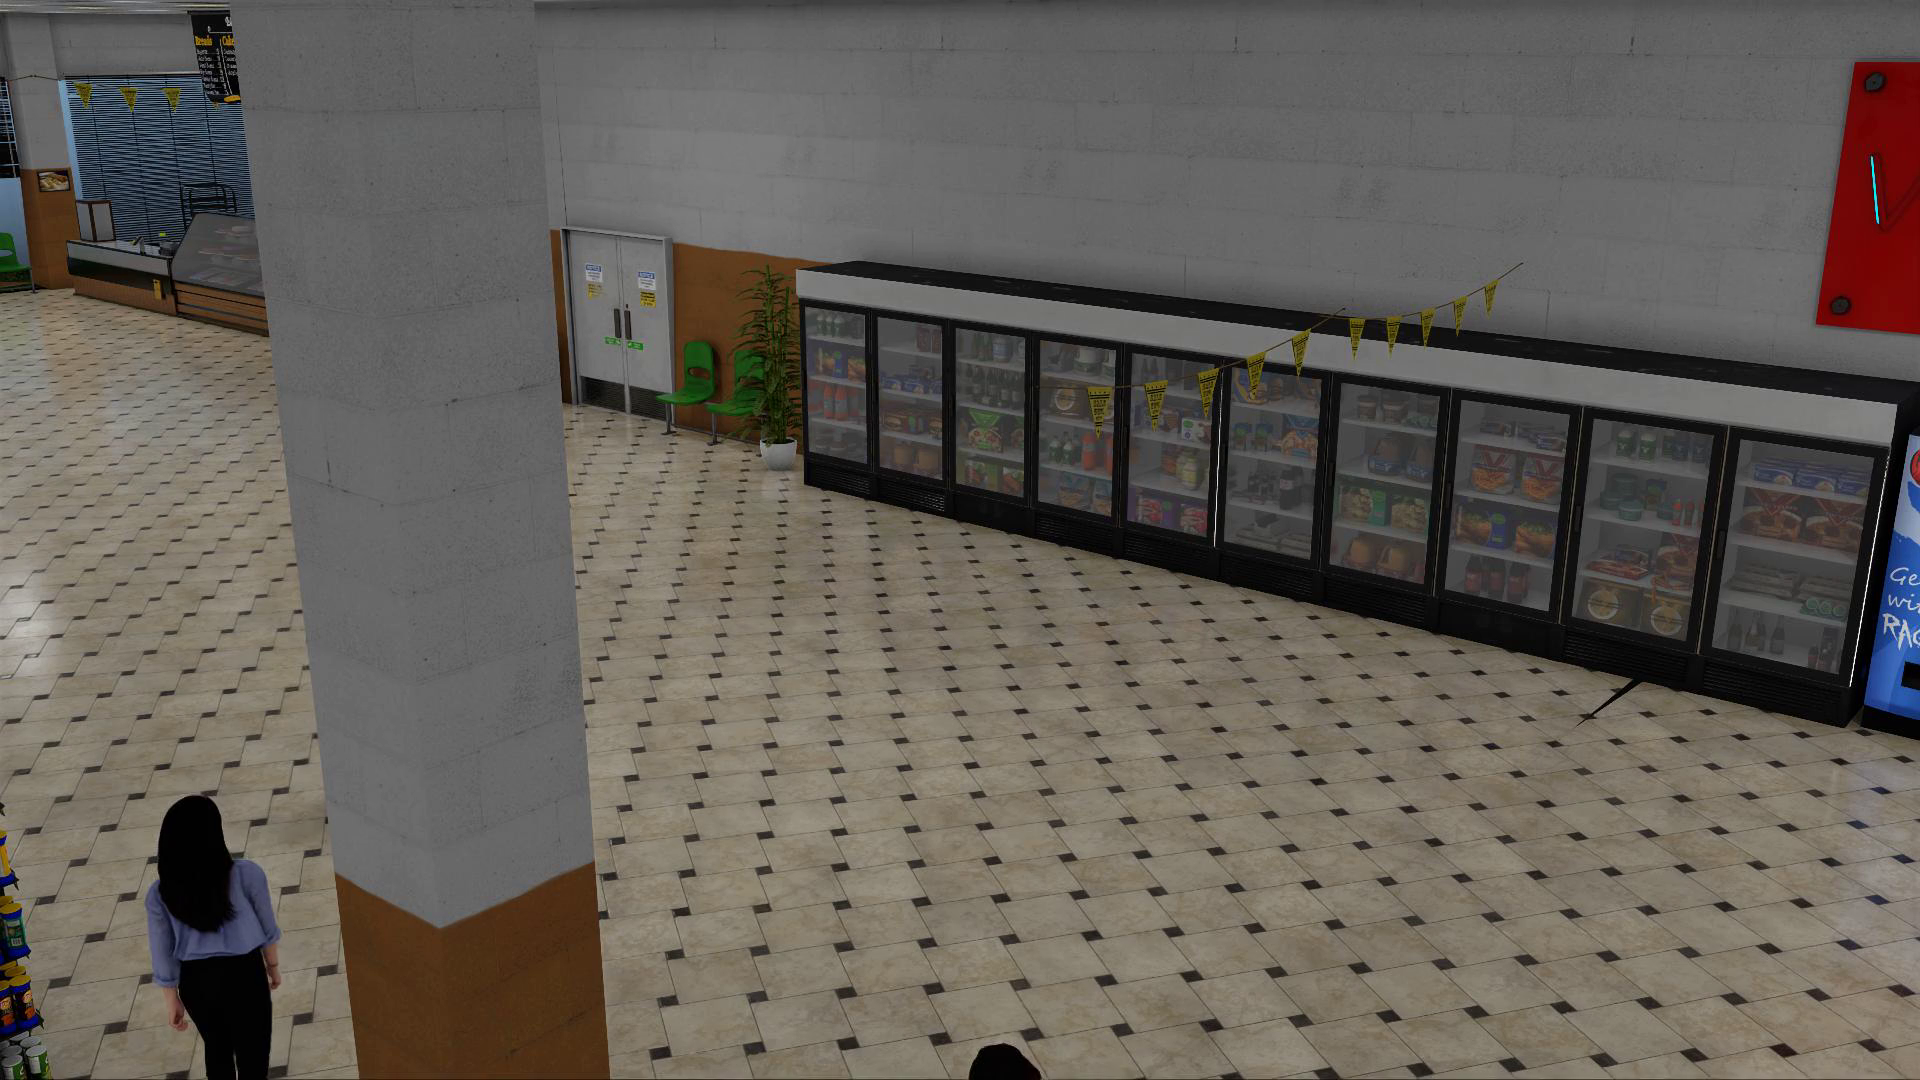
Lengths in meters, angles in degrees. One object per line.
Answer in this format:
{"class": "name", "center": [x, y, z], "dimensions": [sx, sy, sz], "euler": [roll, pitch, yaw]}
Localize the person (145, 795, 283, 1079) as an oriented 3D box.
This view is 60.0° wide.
{"class": "person", "center": [-2.966, 1.884, 6.713], "dimensions": [1.154, 1.711, 1.106], "euler": [-4, 17, -14]}
